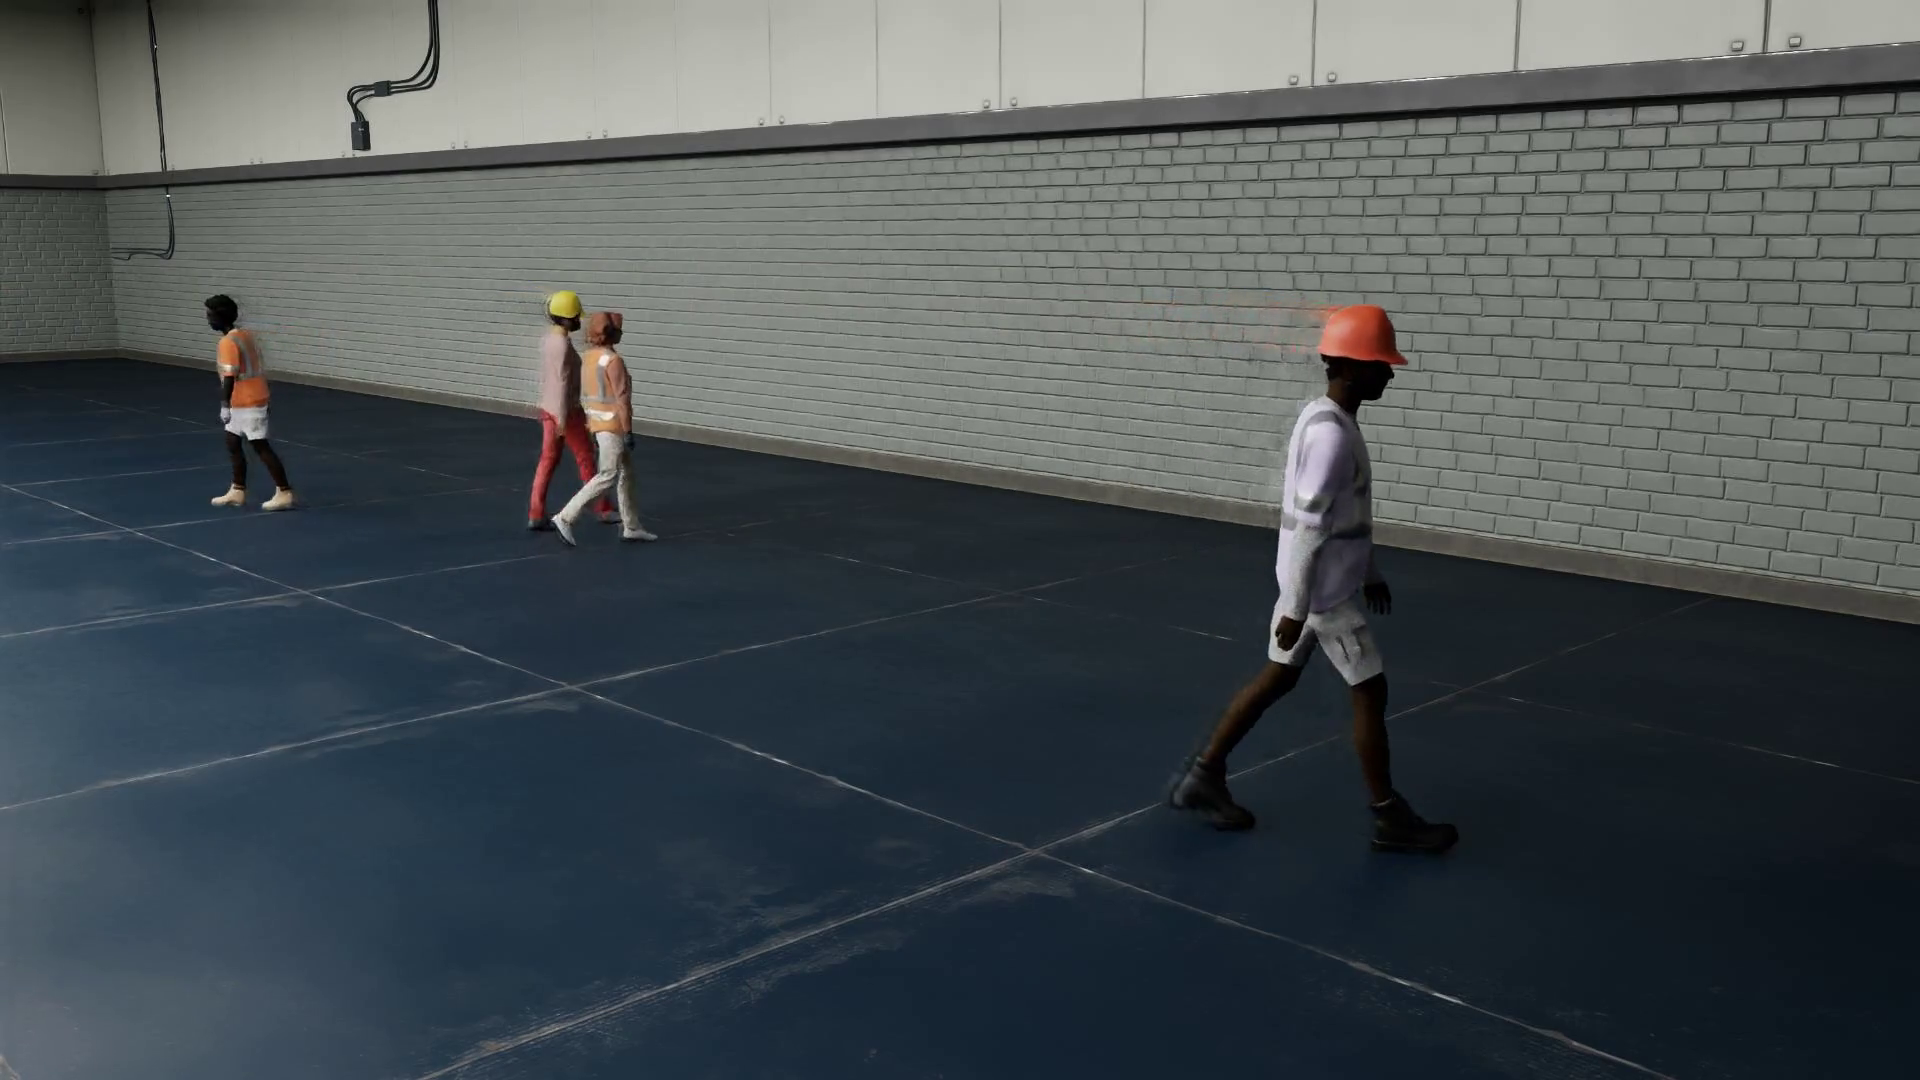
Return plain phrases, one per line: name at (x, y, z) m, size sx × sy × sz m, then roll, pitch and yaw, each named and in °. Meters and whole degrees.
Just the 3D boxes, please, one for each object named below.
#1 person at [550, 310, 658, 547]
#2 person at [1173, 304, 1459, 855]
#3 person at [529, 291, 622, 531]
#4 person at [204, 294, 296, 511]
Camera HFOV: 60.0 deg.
person at (-2.440, -0.749, 11.298) m, size 0.756 × 1.620 × 0.514 m, roll -5°, pitch 12°, yaw -27°
person at (1.216, 0.133, 5.752) m, size 0.982 × 1.893 × 0.551 m, roll 1°, pitch 10°, yaw 7°
person at (-2.755, -0.912, 11.901) m, size 0.787 × 1.711 × 0.522 m, roll -6°, pitch 12°, yaw -28°
person at (-5.490, -1.043, 12.713) m, size 0.728 × 1.654 × 0.550 m, roll -3°, pitch 11°, yaw -17°
